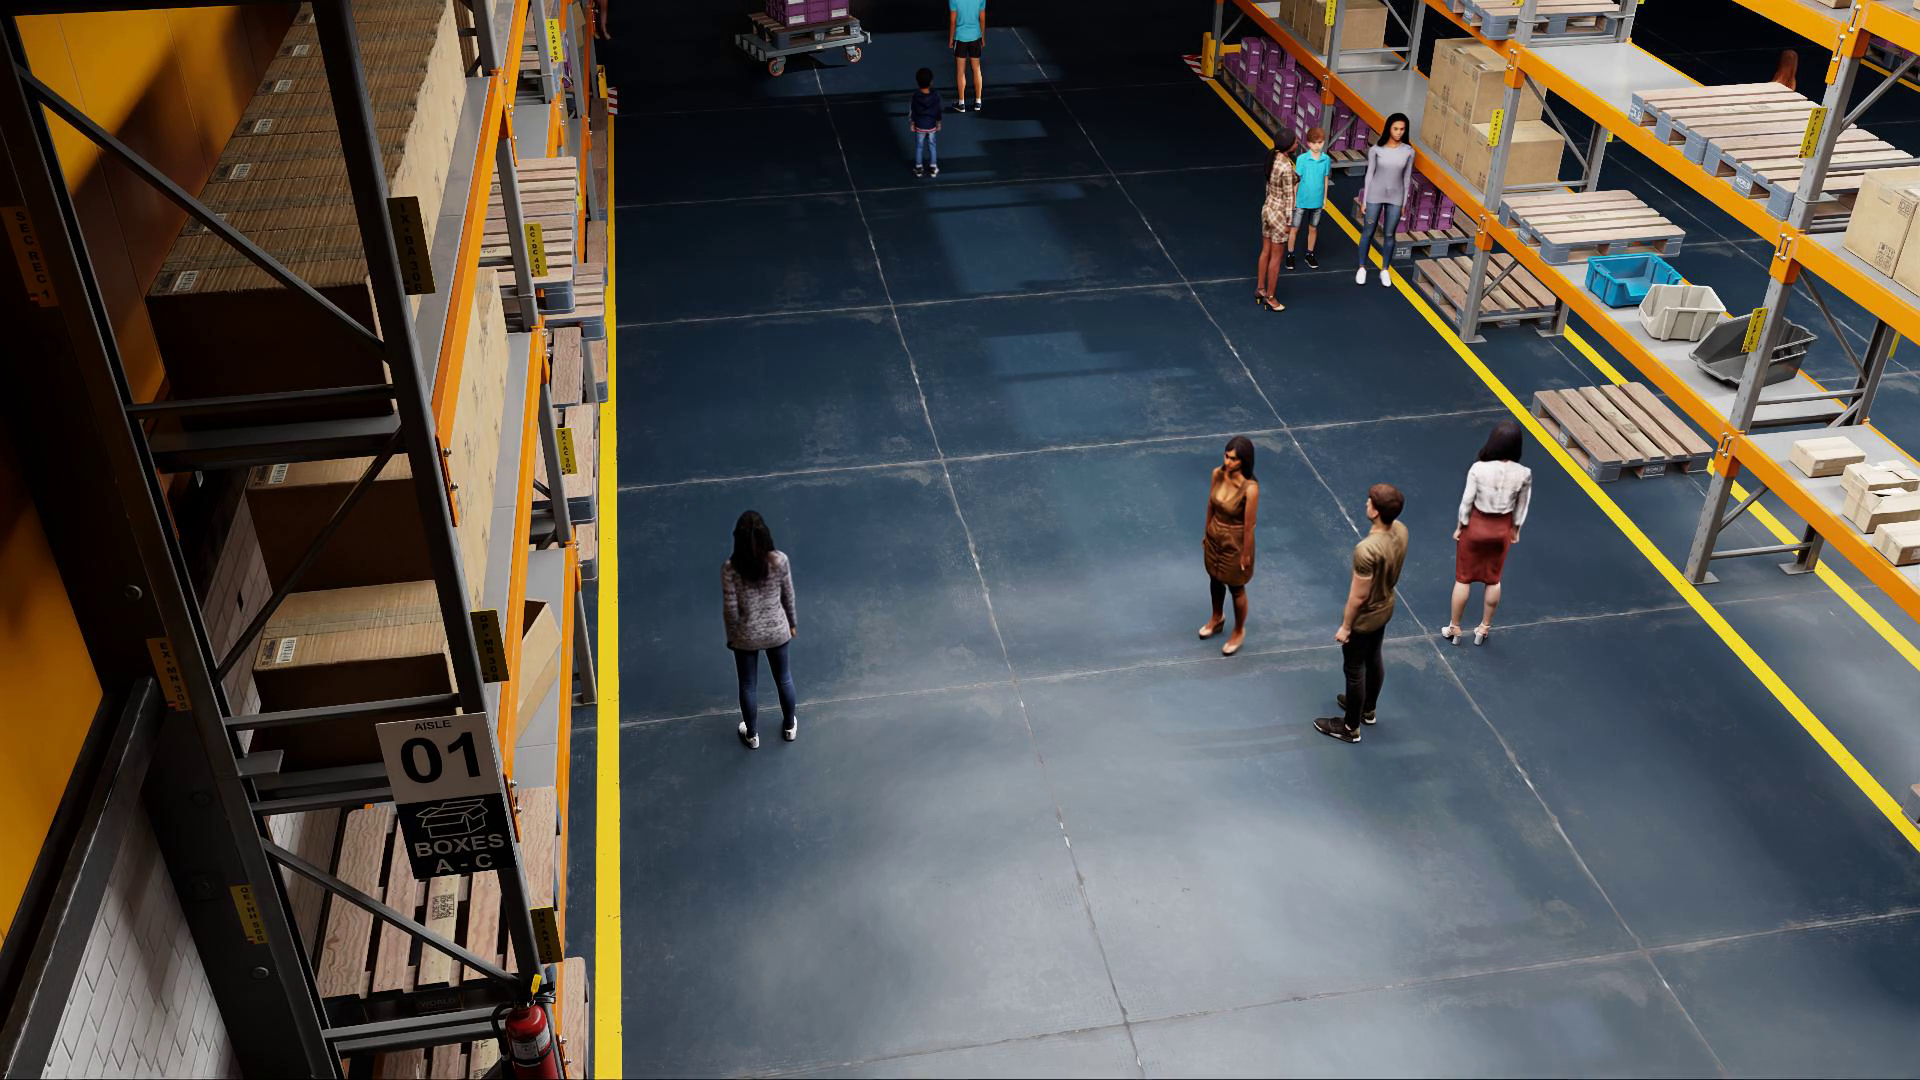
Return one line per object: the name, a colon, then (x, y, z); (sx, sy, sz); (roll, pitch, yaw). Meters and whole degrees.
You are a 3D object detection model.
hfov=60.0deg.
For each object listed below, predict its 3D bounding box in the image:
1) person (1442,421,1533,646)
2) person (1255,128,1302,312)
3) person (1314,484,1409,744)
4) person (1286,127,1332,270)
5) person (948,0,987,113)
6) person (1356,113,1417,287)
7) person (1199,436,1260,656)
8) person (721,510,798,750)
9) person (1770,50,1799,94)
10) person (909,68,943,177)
person: (3.579, -0.032, 11.316); (0.647, 1.751, 0.587); (2, 34, 3)
person: (3.010, -3.042, 15.805); (0.663, 1.795, 0.513); (-9, 35, -13)
person: (2.574, 0.455, 10.493); (0.781, 1.852, 0.747); (25, 41, 33)
person: (3.510, -3.453, 16.735); (0.528, 1.449, 0.495); (-3, 34, -5)
person: (0.098, -6.202, 20.576); (0.630, 1.775, 0.526); (-8, 34, -12)
person: (4.170, -3.351, 16.323); (0.659, 1.736, 0.629); (5, 34, 7)
person: (1.830, 0.030, 11.284); (0.695, 1.683, 0.584); (-22, 40, -30)
person: (-1.256, 0.564, 10.435); (0.632, 1.733, 0.555); (-10, 35, -14)
person: (8.727, -4.437, 17.964); (0.642, 1.729, 0.611); (-17, 37, -24)
person: (-0.395, -4.749, 18.898); (0.541, 1.214, 0.493); (-2, 34, -2)
